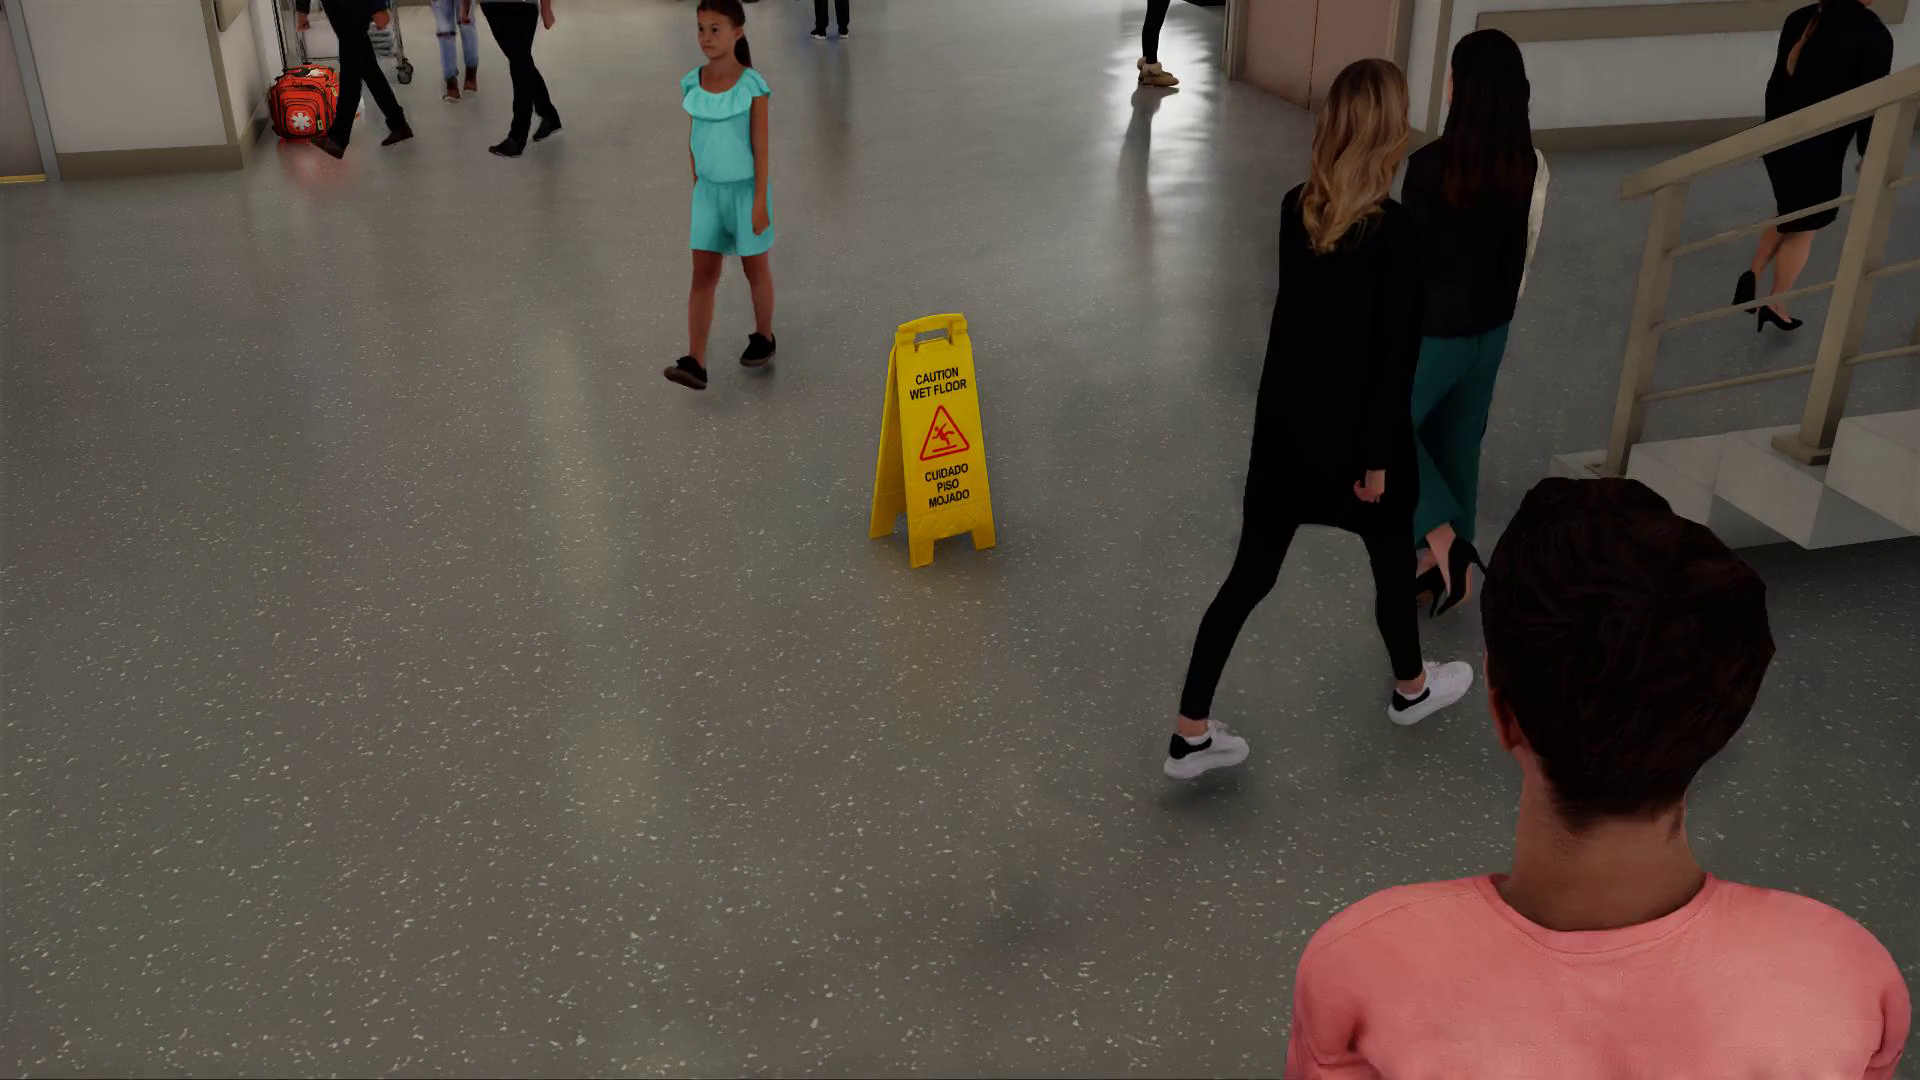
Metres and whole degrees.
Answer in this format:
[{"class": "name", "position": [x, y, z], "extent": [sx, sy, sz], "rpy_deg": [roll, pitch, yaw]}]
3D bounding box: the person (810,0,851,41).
[{"class": "person", "position": [-1.162, -5.307, 14.582], "extent": [0.584, 1.748, 0.536], "rpy_deg": [-9, 27, -17]}]

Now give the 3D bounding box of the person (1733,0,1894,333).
[{"class": "person", "position": [3.607, -1.686, 7.171], "extent": [0.795, 1.662, 0.637], "rpy_deg": [-10, 28, -20]}]

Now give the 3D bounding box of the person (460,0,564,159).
[{"class": "person", "position": [-2.763, -3.345, 10.470], "extent": [1.142, 1.785, 1.246], "rpy_deg": [11, 28, 22]}]

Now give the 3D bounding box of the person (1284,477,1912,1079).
[{"class": "person", "position": [0.516, 0.909, 1.463], "extent": [0.864, 1.946, 1.025], "rpy_deg": [3, 26, 6]}]

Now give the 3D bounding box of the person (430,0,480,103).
[{"class": "person", "position": [-3.671, -4.107, 12.044], "extent": [0.800, 1.790, 1.160], "rpy_deg": [-3, 26, -7]}]

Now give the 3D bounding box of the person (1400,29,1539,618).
[{"class": "person", "position": [1.412, -0.516, 4.674], "extent": [0.690, 1.723, 0.851], "rpy_deg": [-11, 28, -22]}]

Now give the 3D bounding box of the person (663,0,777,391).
[{"class": "person", "position": [-0.883, -1.400, 6.737], "extent": [0.917, 1.524, 1.070], "rpy_deg": [9, 27, 18]}]

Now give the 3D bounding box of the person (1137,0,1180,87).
[{"class": "person", "position": [1.520, -4.339, 12.677], "extent": [0.719, 1.659, 0.587], "rpy_deg": [1, 26, 1]}]

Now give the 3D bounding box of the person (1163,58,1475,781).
[{"class": "person", "position": [0.795, -0.186, 3.962], "extent": [0.934, 1.749, 1.201], "rpy_deg": [-15, 30, -28]}]

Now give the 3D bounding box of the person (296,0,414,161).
[{"class": "person", "position": [-3.773, -3.325, 10.396], "extent": [1.121, 1.813, 1.284], "rpy_deg": [8, 27, 17]}]
